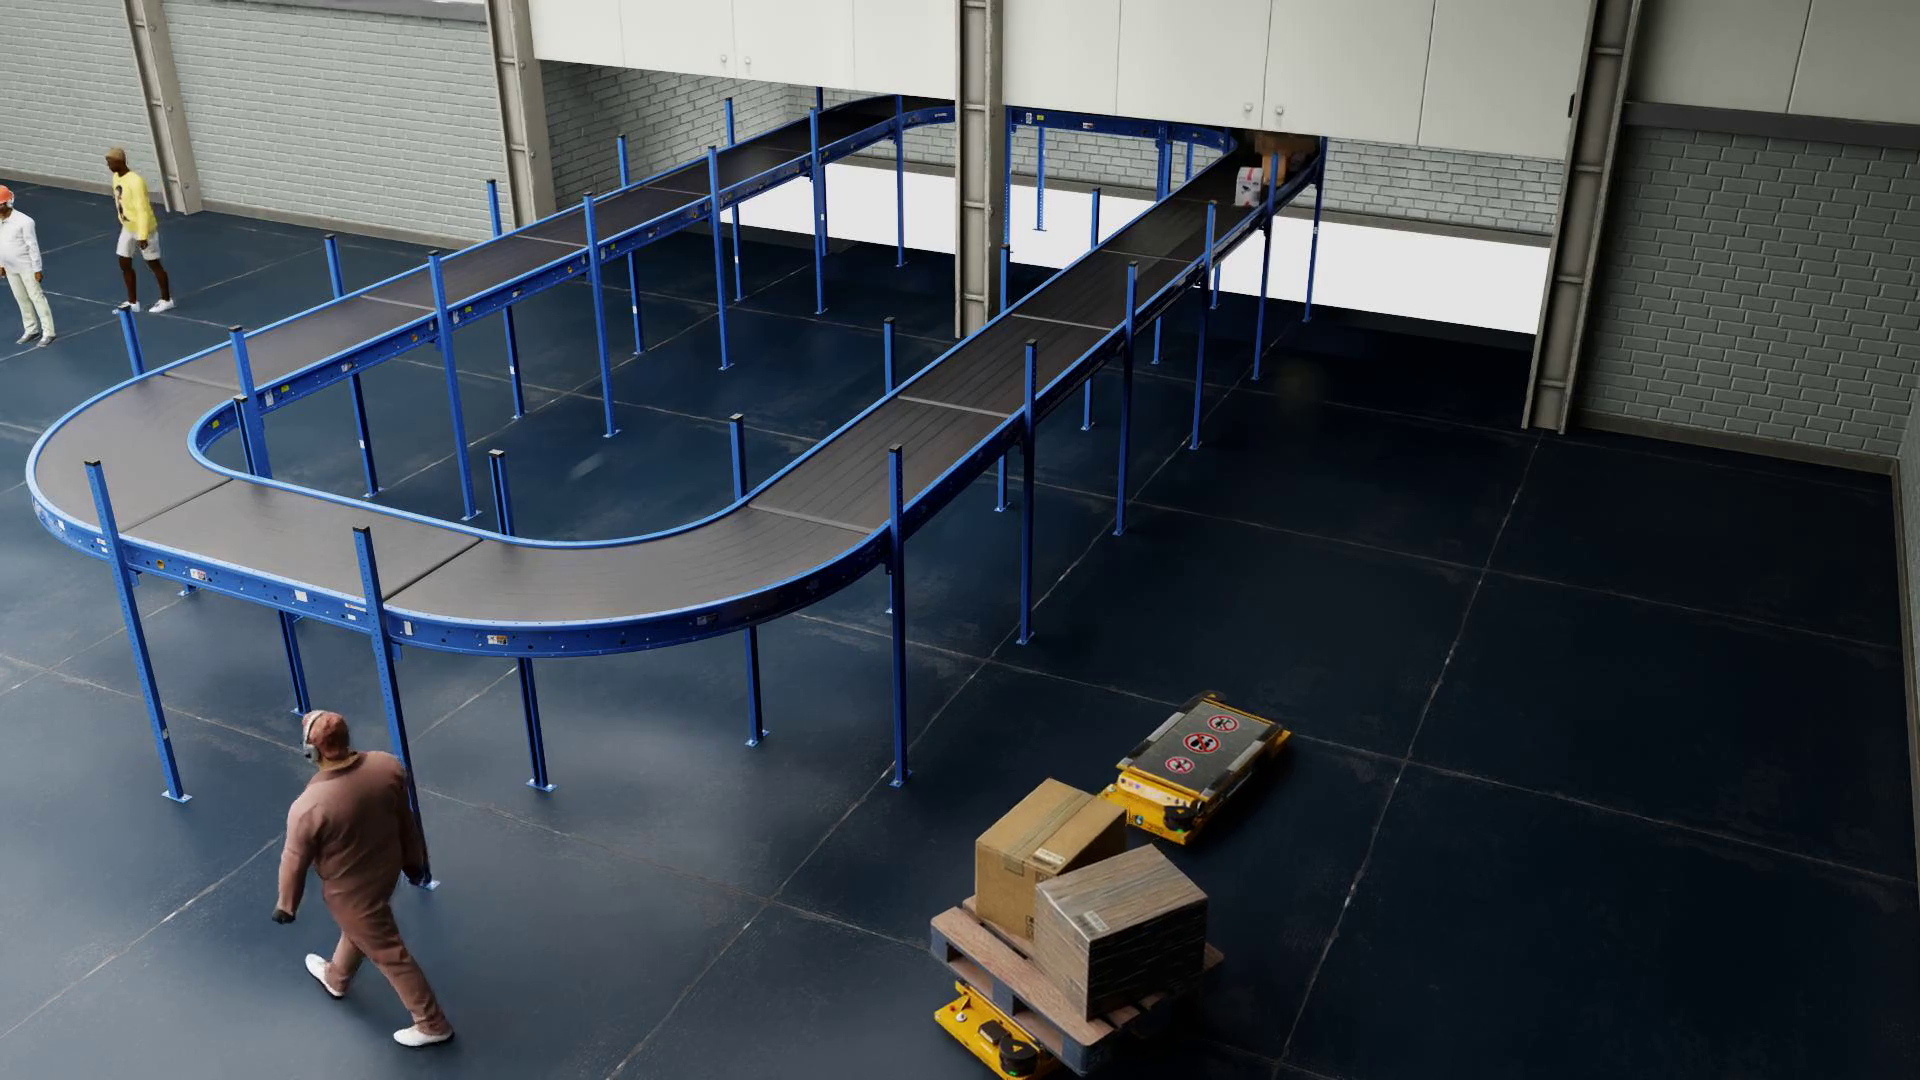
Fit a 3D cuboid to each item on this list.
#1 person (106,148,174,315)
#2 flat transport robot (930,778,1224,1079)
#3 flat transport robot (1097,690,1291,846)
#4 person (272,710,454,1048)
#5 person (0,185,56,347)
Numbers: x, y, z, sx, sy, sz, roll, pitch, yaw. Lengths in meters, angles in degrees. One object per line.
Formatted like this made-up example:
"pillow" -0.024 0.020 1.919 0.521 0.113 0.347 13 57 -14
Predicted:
"person" -9.278 -3.411 18.534 0.573 1.876 0.741 17 31 30
"flat transport robot" 0.613 2.328 8.785 1.431 0.231 0.659 -20 33 -35
"flat transport robot" 1.504 1.424 10.606 0.659 0.231 1.431 18 32 32
"person" -3.038 1.685 8.312 1.037 1.833 0.665 11 28 21
"person" -10.028 -2.924 17.709 0.562 1.743 0.347 8 28 16
